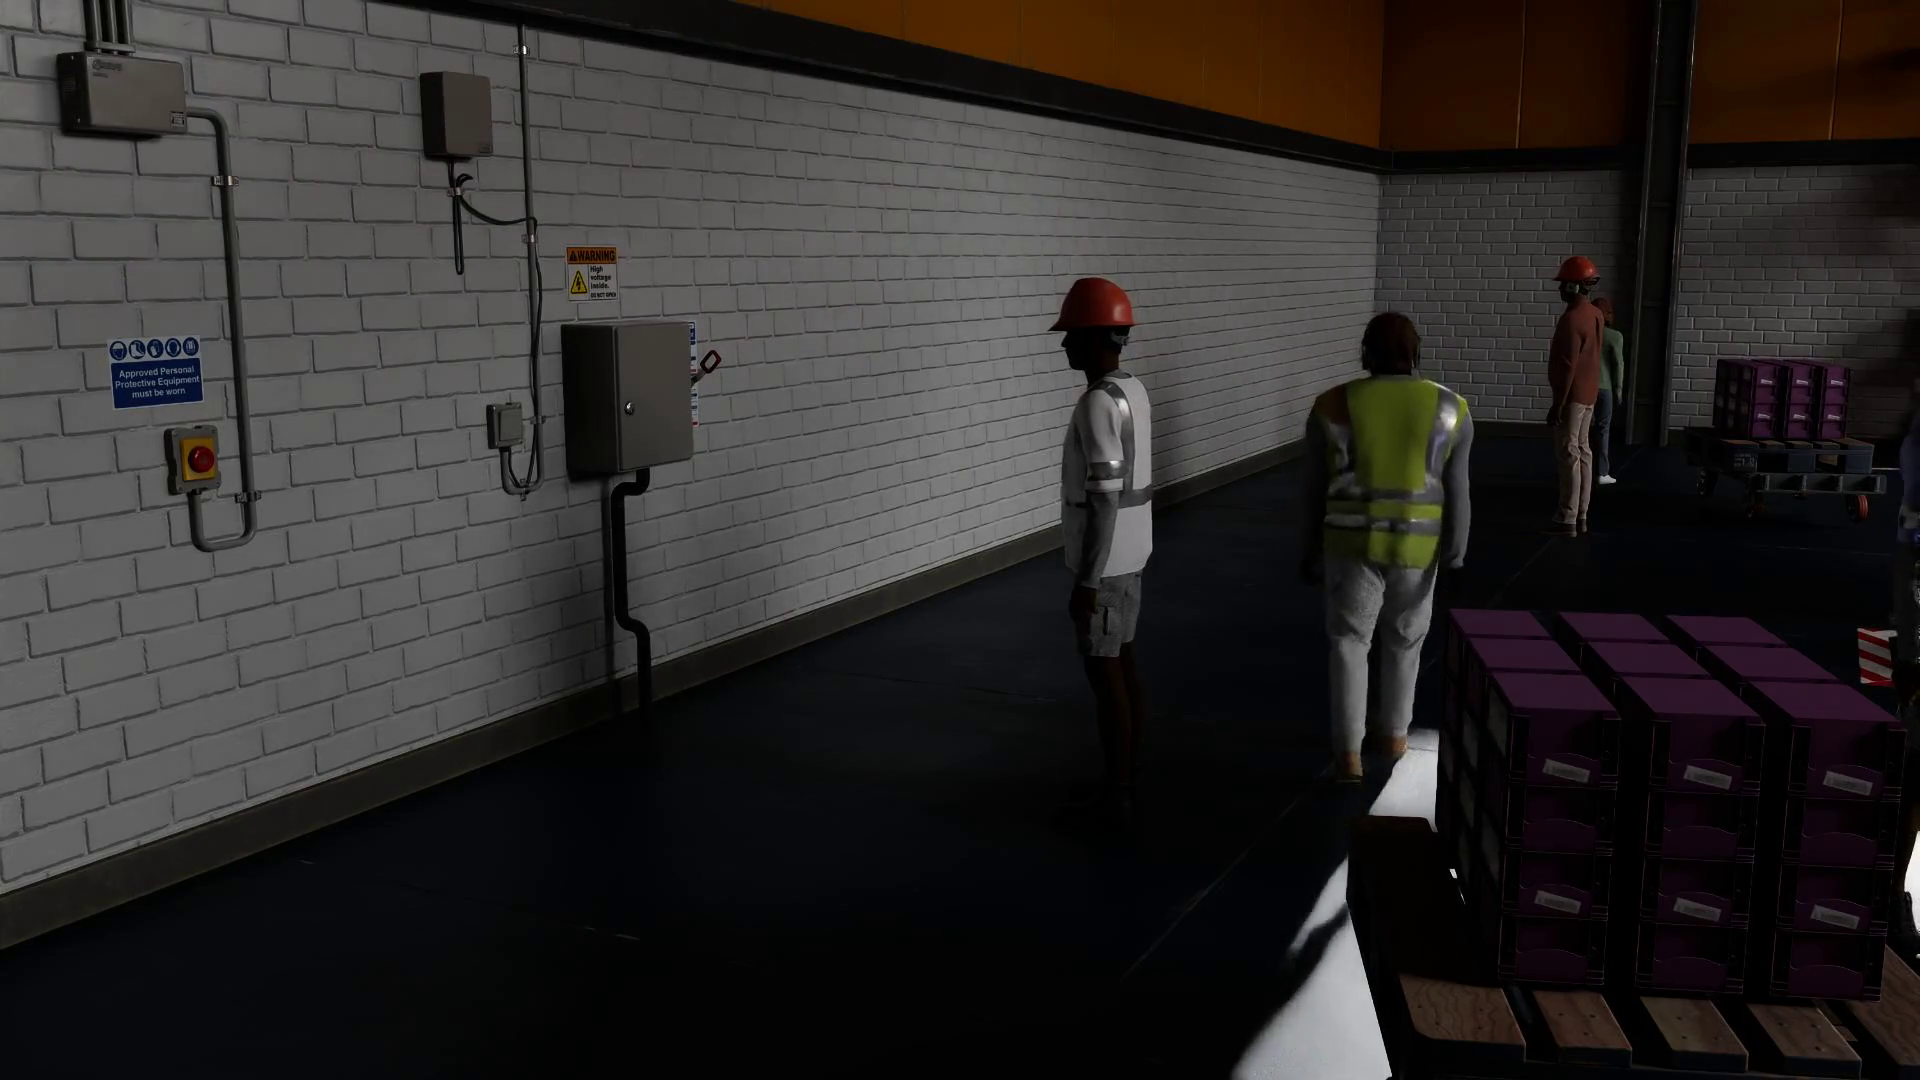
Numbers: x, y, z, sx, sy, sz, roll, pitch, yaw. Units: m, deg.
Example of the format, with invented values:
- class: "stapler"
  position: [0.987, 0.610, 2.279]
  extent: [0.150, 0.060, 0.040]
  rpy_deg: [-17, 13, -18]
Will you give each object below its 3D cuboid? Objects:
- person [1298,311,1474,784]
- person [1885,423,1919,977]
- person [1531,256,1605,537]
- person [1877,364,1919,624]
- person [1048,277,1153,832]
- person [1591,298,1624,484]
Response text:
- class: "person"
  position: [1.625, 0.025, 6.414]
  extent: [0.640, 1.811, 0.865]
  rpy_deg: [2, 10, 11]
- class: "person"
  position: [2.854, 0.271, 4.612]
  extent: [0.550, 1.933, 0.373]
  rpy_deg: [-2, 10, -13]
- class: "person"
  position: [4.382, -1.021, 11.921]
  extent: [0.377, 1.995, 0.612]
  rpy_deg: [8, 12, 37]
- class: "person"
  position: [5.492, -0.431, 9.100]
  extent: [0.871, 1.798, 0.597]
  rpy_deg: [-5, 11, -26]
- class: "person"
  position: [0.481, 0.056, 5.848]
  extent: [0.376, 1.935, 0.550]
  rpy_deg: [3, 10, 18]
- class: "person"
  position: [5.578, -1.309, 14.630]
  extent: [0.499, 1.633, 0.281]
  rpy_deg: [9, 13, 41]
